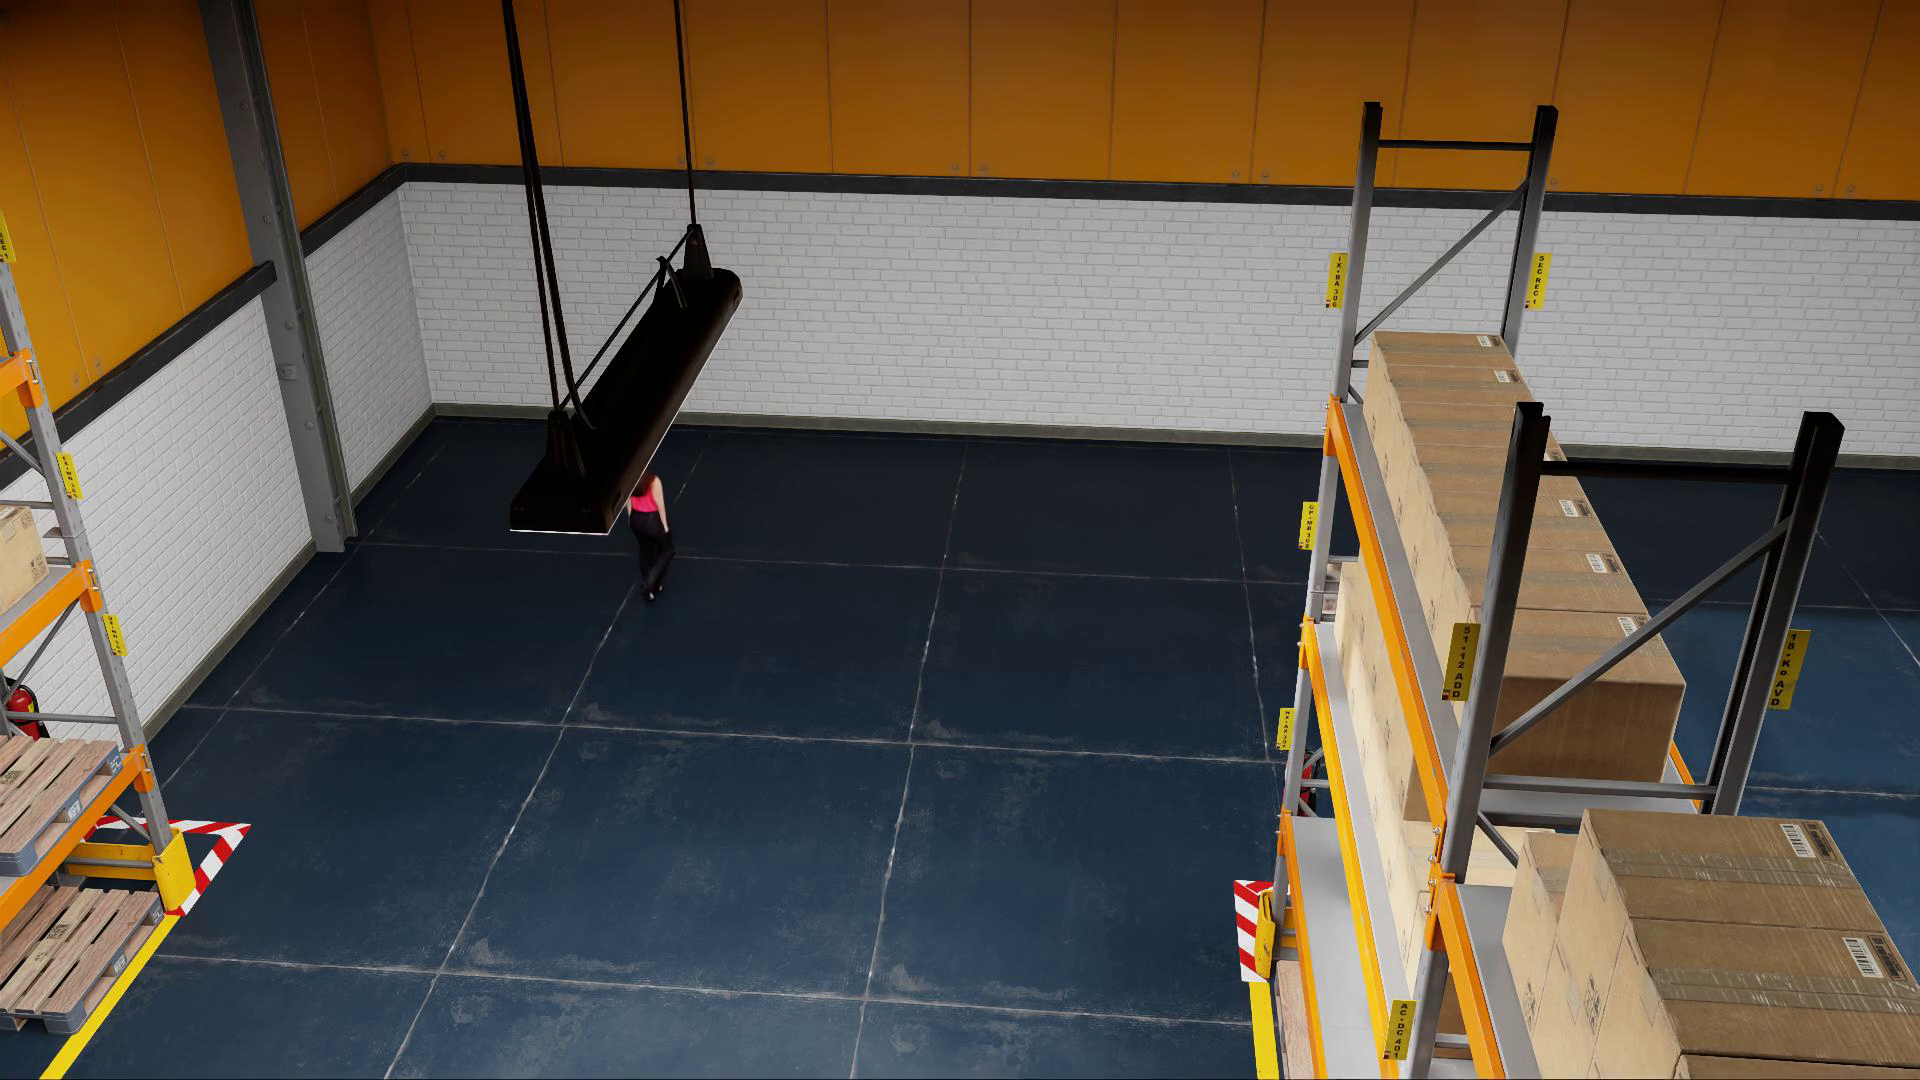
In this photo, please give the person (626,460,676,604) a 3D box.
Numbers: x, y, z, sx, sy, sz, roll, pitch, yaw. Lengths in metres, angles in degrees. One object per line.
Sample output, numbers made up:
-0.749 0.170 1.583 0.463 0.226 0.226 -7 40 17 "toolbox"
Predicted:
-2.957 -0.115 15.638 0.730 1.649 0.844 12 31 21 "person"
